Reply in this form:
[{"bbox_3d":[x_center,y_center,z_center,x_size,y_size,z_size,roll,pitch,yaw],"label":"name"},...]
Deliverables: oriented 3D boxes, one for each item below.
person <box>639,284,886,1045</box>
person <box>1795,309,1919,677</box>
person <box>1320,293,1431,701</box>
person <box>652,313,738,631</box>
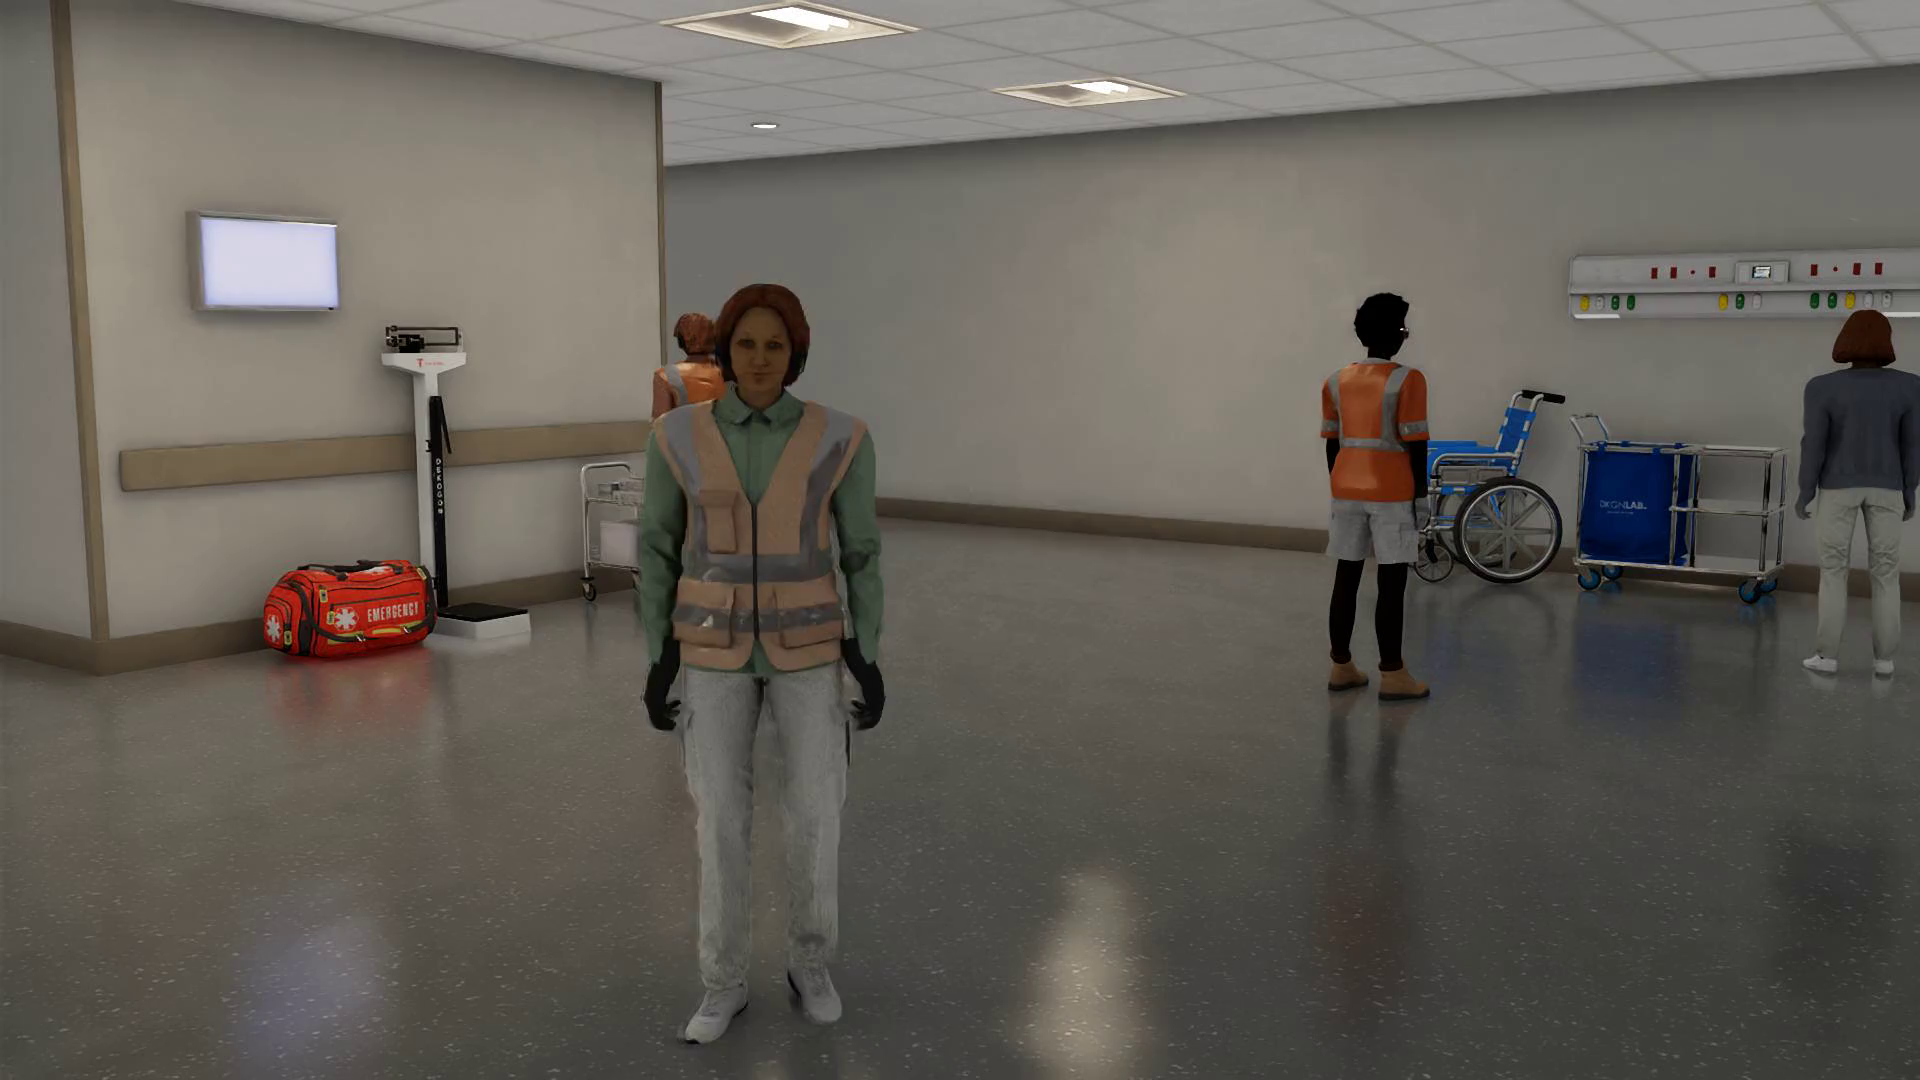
[{"bbox_3d":[-0.427,0.270,3.642,0.535,1.637,0.363,0,7,-2],"label":"person"},{"bbox_3d":[3.995,-0.203,7.400,0.498,1.634,0.281,2,7,15],"label":"person"},{"bbox_3d":[1.748,-0.181,6.975,0.320,1.698,0.531,-5,9,-38],"label":"person"},{"bbox_3d":[-1.334,-0.342,8.535,0.514,1.635,0.311,-5,9,-34],"label":"person"}]
